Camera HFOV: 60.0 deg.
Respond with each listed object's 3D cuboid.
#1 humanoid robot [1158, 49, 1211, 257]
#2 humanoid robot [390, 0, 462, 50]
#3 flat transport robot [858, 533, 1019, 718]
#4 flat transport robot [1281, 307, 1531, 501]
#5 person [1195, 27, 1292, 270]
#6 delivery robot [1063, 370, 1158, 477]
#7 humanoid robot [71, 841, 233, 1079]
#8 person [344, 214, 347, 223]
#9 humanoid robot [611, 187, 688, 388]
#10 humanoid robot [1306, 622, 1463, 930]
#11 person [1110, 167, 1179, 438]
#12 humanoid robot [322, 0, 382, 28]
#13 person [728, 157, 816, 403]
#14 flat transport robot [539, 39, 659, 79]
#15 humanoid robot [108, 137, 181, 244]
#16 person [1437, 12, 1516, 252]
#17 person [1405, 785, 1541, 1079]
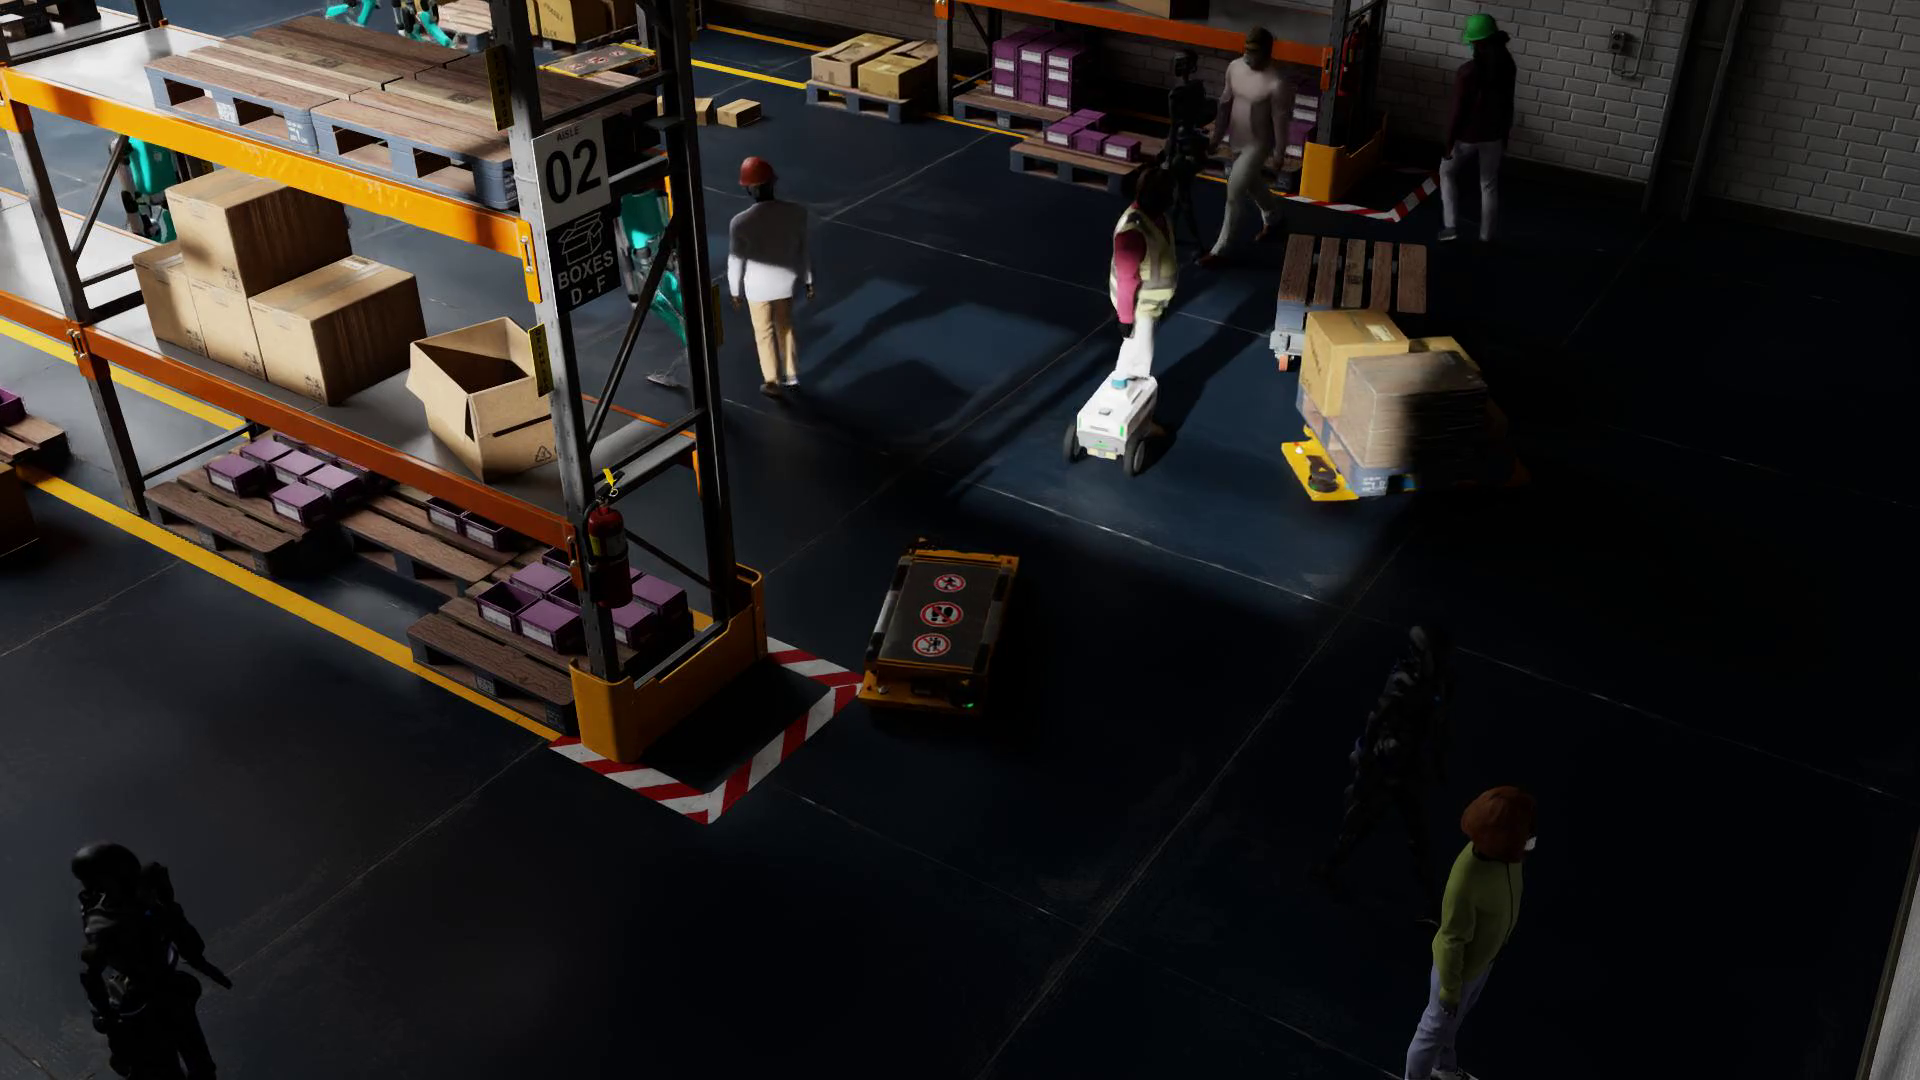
[{"bbox_3d":[1.827,-3.108,13.401,0.622,1.649,0.609,25,40,33],"label":"humanoid robot"},{"bbox_3d":[-5.207,-5.081,16.355,0.708,1.816,0.553,18,37,25],"label":"humanoid robot"},{"bbox_3d":[-0.093,0.450,9.182,0.659,0.231,1.431,5,33,8],"label":"flat transport robot"},{"bbox_3d":[2.858,-0.532,10.690,1.431,0.231,0.659,-5,33,-7],"label":"flat transport robot"},{"bbox_3d":[2.353,-3.155,13.238,1.021,1.898,0.626,-19,37,-26],"label":"person"},{"bbox_3d":[1.009,-0.782,10.829,0.507,0.612,0.784,14,36,20],"label":"delivery robot"},{"bbox_3d":[-2.929,1.686,5.992,0.427,1.649,0.588,2,33,3],"label":"humanoid robot"},{"bbox_3d":[-4.677,-2.384,12.125,0.855,1.799,0.518,4,33,7],"label":"person"},{"bbox_3d":[-1.858,-1.653,11.107,0.940,1.763,0.556,23,40,31],"label":"humanoid robot"},{"bbox_3d":[1.874,1.014,7.068,0.609,1.627,0.739,-23,39,-30],"label":"humanoid robot"},{"bbox_3d":[1.205,-1.549,10.832,0.440,1.829,0.650,14,36,20],"label":"person"},{"bbox_3d":[-6.391,-5.698,17.321,1.000,1.756,0.562,13,35,19],"label":"humanoid robot"},{"bbox_3d":[-1.295,-1.761,11.236,0.596,1.723,0.426,-18,37,-25],"label":"person"},{"bbox_3d":[-3.752,-4.960,17.496,0.659,0.231,1.431,24,40,32],"label":"flat transport robot"},{"bbox_3d":[-5.906,-2.325,12.116,0.690,1.805,0.546,17,37,24],"label":"humanoid robot"},{"bbox_3d":[4.167,-3.260,13.382,0.567,1.912,0.471,-2,33,-3],"label":"person"},{"bbox_3d":[1.911,1.562,6.219,0.290,1.633,0.498,24,40,32],"label":"person"}]
